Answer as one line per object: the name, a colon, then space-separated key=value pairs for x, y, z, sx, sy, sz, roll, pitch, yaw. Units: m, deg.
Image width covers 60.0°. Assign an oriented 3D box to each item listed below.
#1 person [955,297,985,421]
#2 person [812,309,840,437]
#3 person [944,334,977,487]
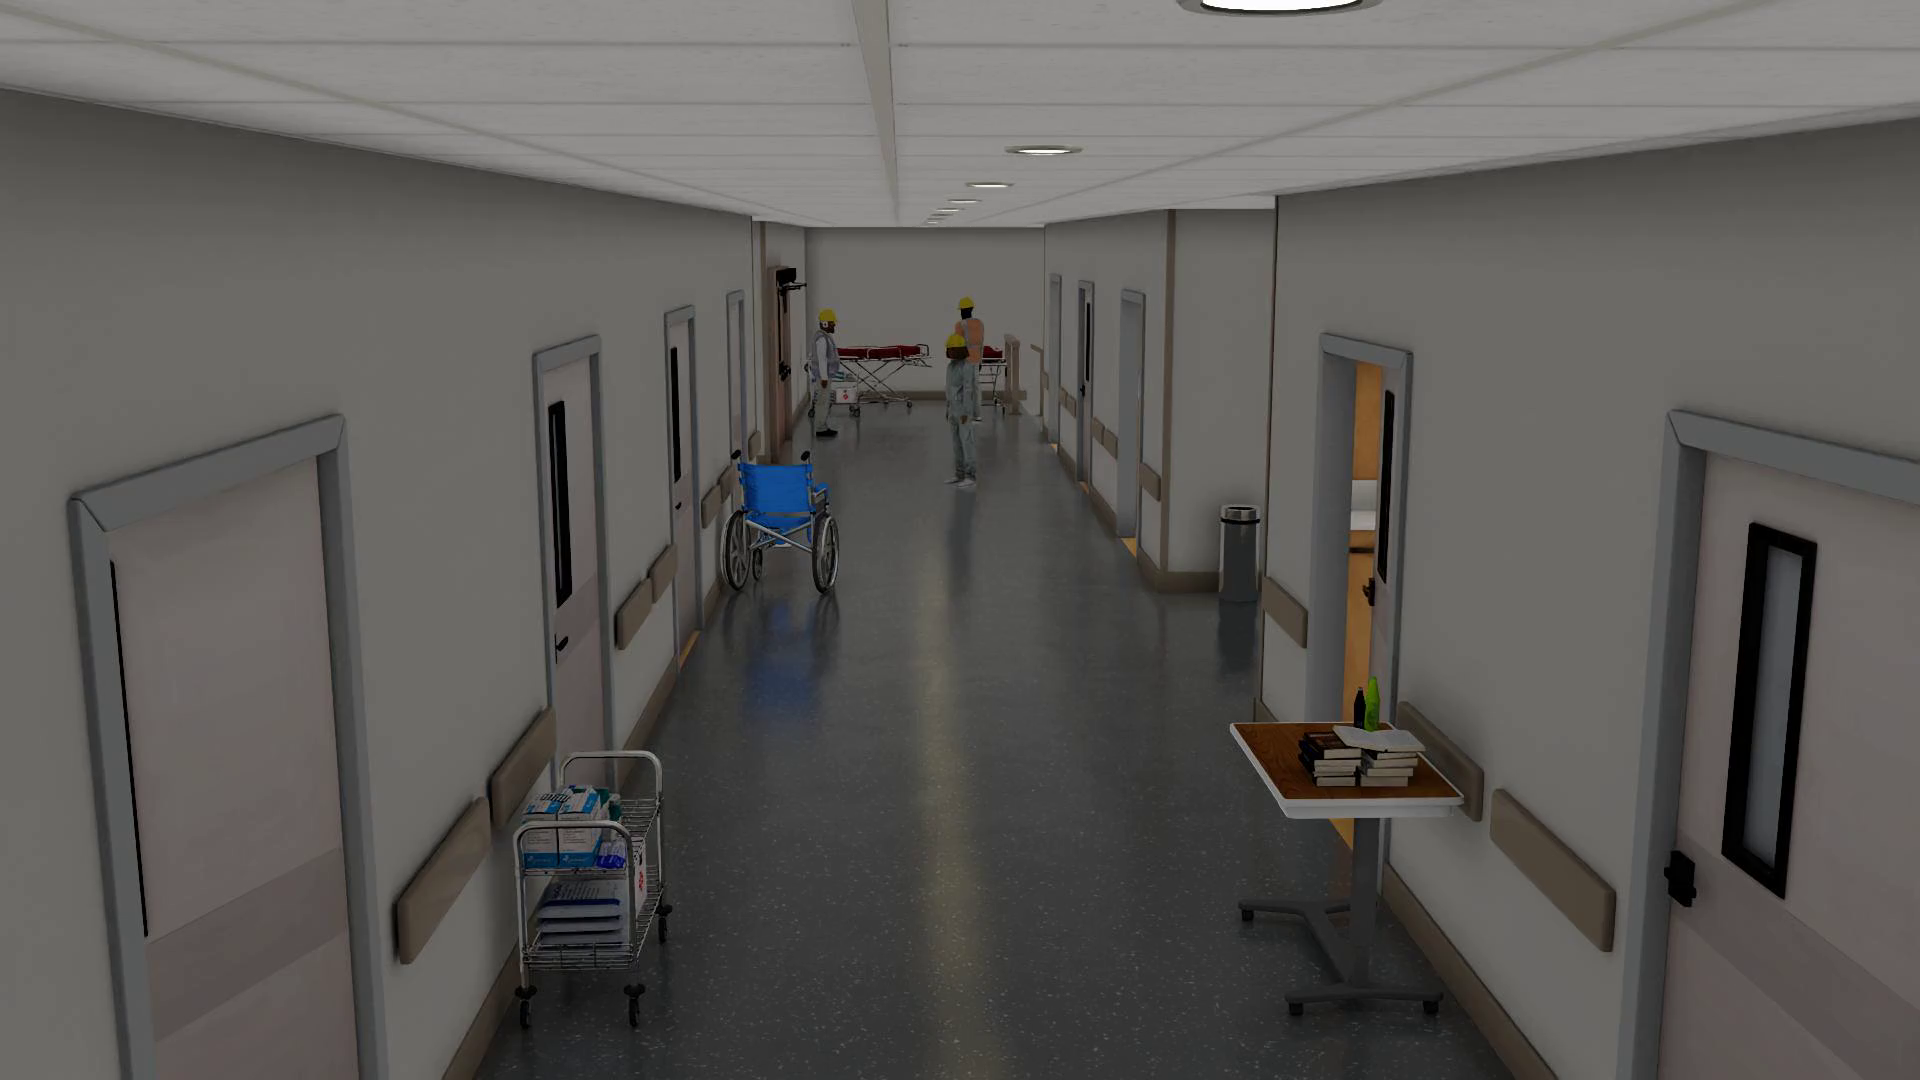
person: x=0.122 y=-2.777 z=25.676 sx=0.397 sy=1.920 sz=0.586 roll=10 pitch=14 yaw=44
person: x=-1.909 y=-2.370 z=23.685 sx=0.404 sy=1.824 sz=0.586 roll=0 pitch=10 yaw=-1
person: x=-0.021 y=-1.474 z=18.918 sx=0.345 sy=1.737 sz=0.487 roll=-6 pitch=12 yaw=-30
